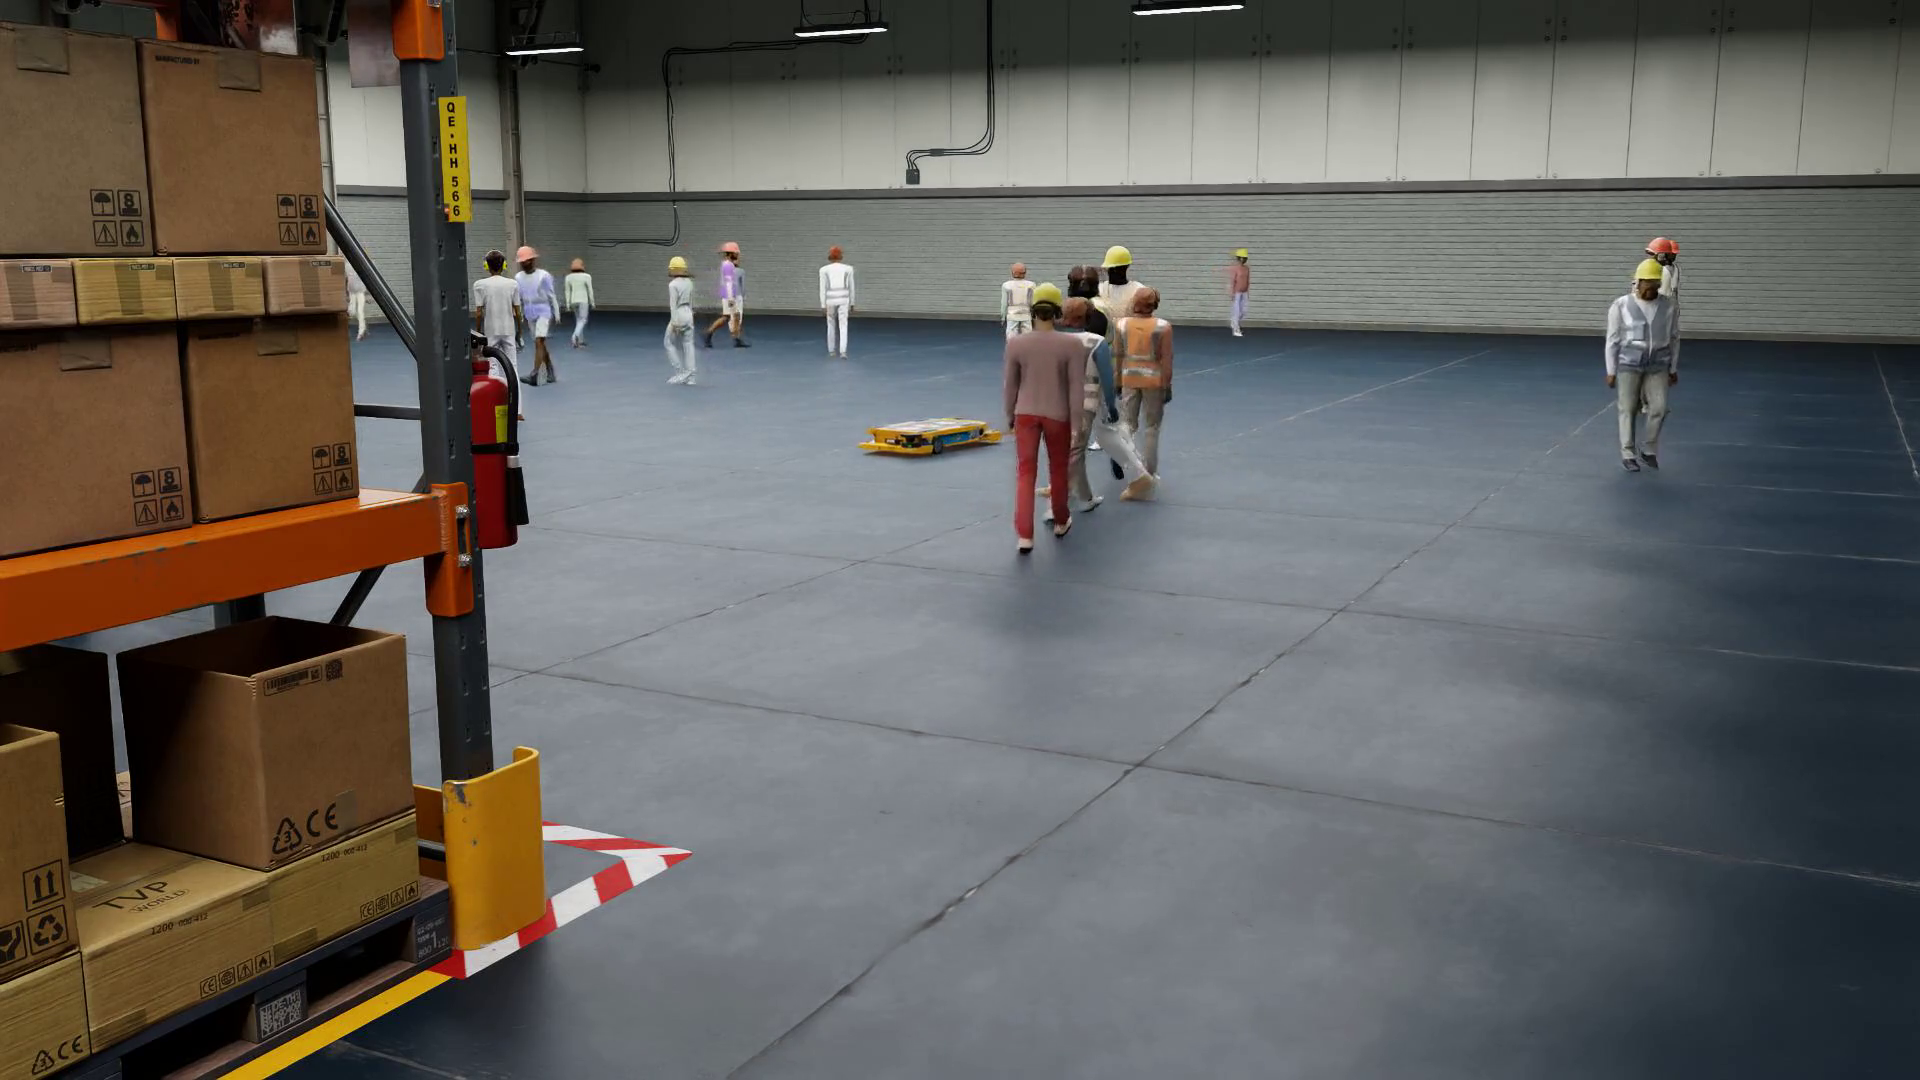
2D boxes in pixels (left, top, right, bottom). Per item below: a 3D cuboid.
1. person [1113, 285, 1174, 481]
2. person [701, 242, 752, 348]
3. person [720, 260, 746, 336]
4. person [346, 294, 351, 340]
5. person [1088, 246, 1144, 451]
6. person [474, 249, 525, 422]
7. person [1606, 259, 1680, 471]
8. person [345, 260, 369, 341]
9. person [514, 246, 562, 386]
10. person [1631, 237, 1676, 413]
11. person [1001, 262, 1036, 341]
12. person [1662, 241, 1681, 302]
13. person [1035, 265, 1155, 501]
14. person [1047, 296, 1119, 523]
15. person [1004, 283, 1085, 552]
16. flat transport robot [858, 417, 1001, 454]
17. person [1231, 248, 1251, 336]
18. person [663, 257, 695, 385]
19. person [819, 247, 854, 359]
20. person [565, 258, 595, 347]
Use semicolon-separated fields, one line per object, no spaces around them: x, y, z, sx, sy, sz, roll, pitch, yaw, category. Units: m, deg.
1.462;-1.248;13.506;0.521;1.624;0.536;6;12;28;person
-4.222;-4.395;29.876;0.840;1.917;0.559;0;10;-1;person
-4.578;-4.930;33.536;0.528;1.619;0.373;-1;10;-6;person
-7.836;-2.585;20.607;0.544;1.680;0.640;1;10;8;person
1.483;-1.776;15.554;0.587;1.922;0.383;7;12;33;person
-4.973;-2.196;17.975;0.511;1.877;0.329;-3;11;-18;person
5.840;-1.480;14.211;0.619;1.819;0.497;1;10;7;person
-11.652;-4.788;32.171;0.510;1.856;0.568;0;10;0;person
-5.709;-3.031;22.548;0.595;1.875;1.017;3;11;18;person
7.936;-2.456;19.059;0.396;1.992;0.623;-3;11;-13;person
0.833;-3.095;23.514;0.521;1.639;0.311;-1;10;-7;person
10.816;-3.608;25.501;0.548;1.937;0.379;-4;11;-20;person
1.058;-1.194;12.709;0.870;1.810;0.620;0;10;-1;person
0.839;-0.930;11.852;0.512;1.590;0.872;9;14;39;person
0.547;-0.806;10.833;0.541;1.713;0.945;2;11;11;person
-0.273;-1.002;15.836;0.652;0.197;1.431;7;13;35;flat transport robot
5.626;-4.957;33.363;0.539;1.758;0.382;-7;12;-33;person
-3.814;-2.968;22.559;0.505;1.725;0.503;6;12;31;person
-2.030;-3.913;27.450;0.576;1.840;0.985;-1;10;-7;person
-6.914;-4.295;30.118;0.499;1.608;0.720;3;11;15;person
